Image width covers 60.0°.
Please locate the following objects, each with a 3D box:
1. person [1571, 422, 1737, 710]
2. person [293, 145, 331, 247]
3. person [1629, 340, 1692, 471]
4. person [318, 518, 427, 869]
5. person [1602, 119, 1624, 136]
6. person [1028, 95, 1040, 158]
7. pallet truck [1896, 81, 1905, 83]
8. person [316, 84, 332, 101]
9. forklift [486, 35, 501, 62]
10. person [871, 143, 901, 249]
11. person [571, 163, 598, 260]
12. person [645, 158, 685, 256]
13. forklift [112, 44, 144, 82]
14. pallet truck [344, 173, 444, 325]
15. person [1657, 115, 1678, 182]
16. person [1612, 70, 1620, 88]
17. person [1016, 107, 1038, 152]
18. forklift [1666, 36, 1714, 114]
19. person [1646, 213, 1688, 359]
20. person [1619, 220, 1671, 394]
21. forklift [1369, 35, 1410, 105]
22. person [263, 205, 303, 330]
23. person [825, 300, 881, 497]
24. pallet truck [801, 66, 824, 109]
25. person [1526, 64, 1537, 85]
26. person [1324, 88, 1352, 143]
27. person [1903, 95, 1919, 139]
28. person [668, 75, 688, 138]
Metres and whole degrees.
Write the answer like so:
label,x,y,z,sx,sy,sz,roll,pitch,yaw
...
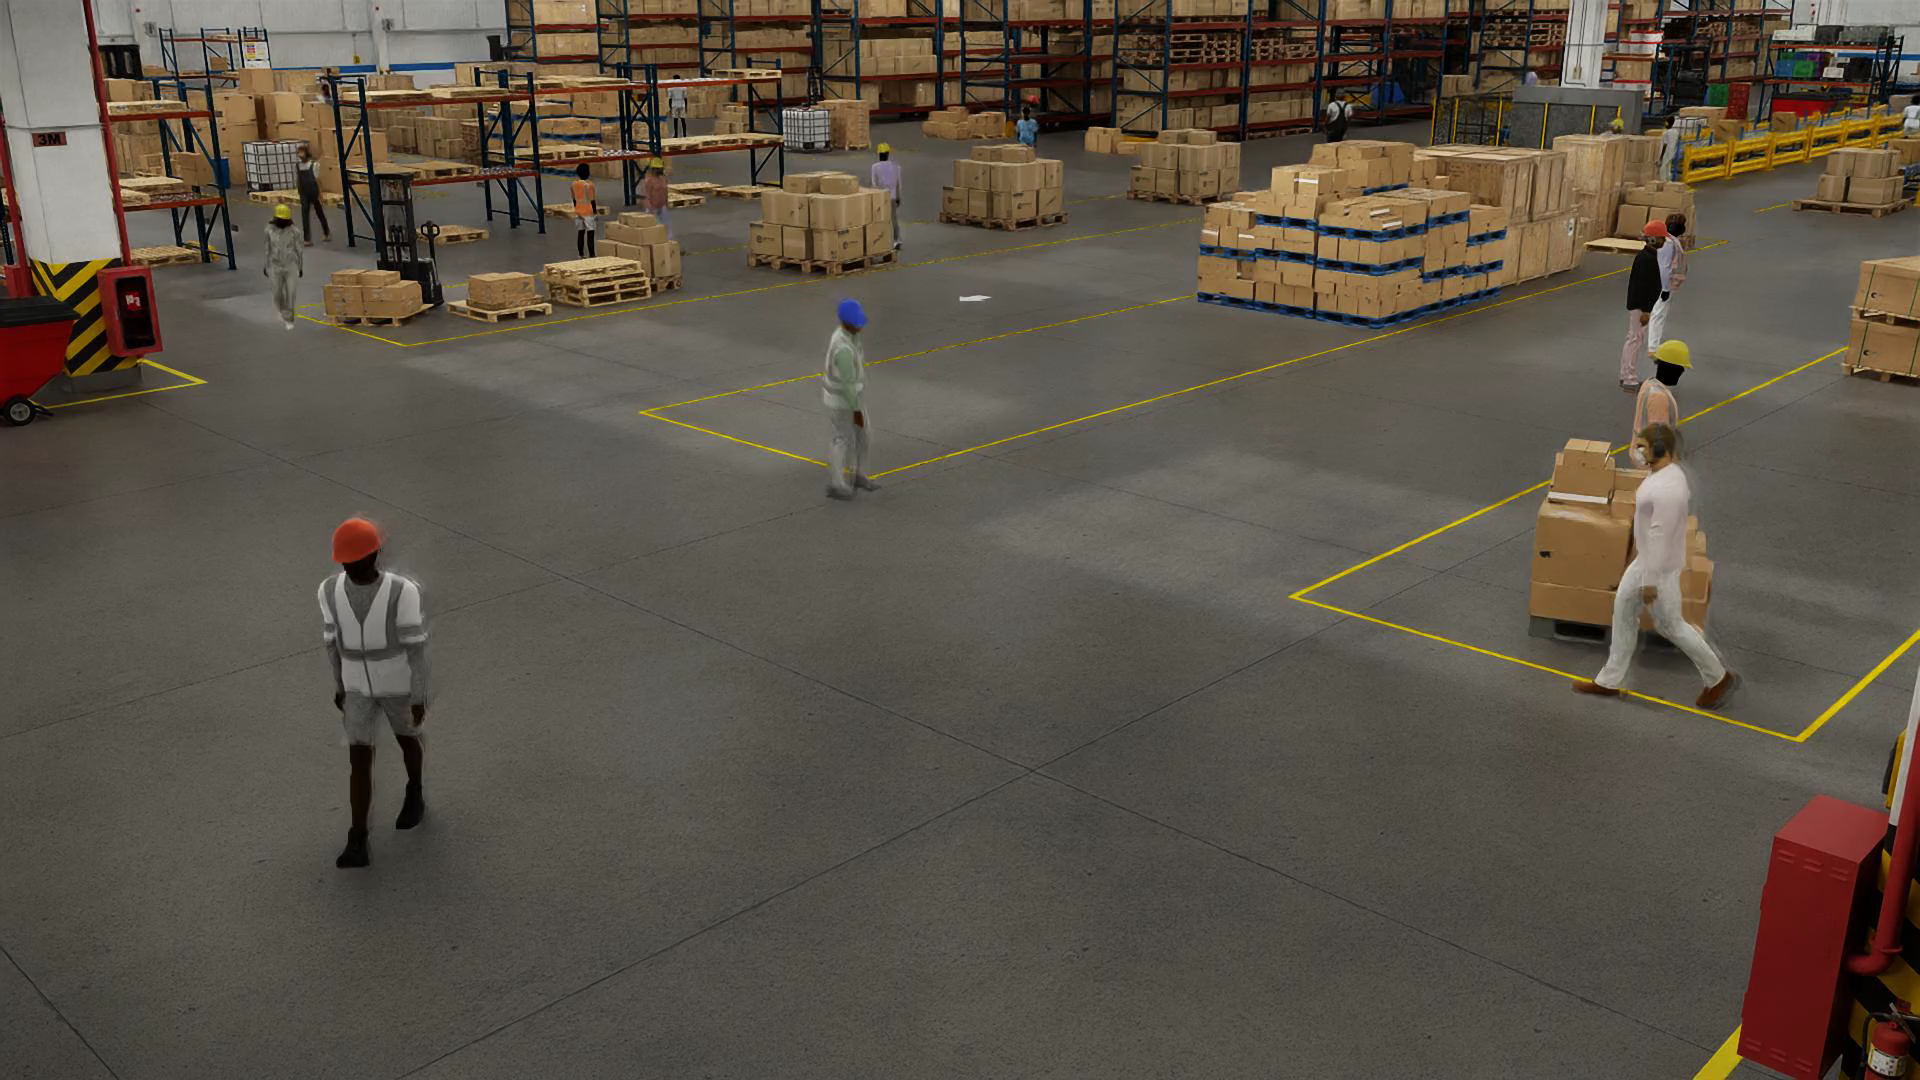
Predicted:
label,x,y,z,sx,sy,sz,roll,pitch,yaw
person,4.621,0.182,10.793,0.955,1.895,0.683,6,19,18
person,-11.926,-6.343,30.561,0.513,1.819,0.903,-1,18,-2
person,5.511,-0.639,13.204,0.371,1.923,0.586,5,19,14
person,-3.140,0.803,8.910,0.572,1.884,0.972,0,18,0
person,14.390,-8.426,36.881,0.616,1.786,0.422,-15,24,-38
person,1.892,-10.443,42.755,0.872,1.908,0.587,0,18,1
pallet truck,34.802,-16.331,61.455,0.653,1.274,1.630,17,25,41
person,-18.461,-12.352,48.548,0.595,1.885,0.948,-15,24,-38
forklift,-17.571,-17.681,63.052,1.873,2.768,1.129,-2,18,-6
person,-1.315,-6.219,30.075,0.598,1.893,0.947,-8,20,-24
person,-6.390,-5.568,28.405,0.531,1.697,0.320,12,22,33
person,-5.240,-5.784,29.020,0.894,1.718,0.545,15,24,39
forklift,-26.352,-14.342,52.992,1.873,2.768,1.129,4,19,11
pallet truck,-8.209,-4.181,23.757,0.823,1.965,1.885,3,19,9
person,15.587,-8.416,36.726,0.523,1.865,0.317,-13,23,-35
person,24.588,-16.800,62.391,0.762,1.604,0.501,-9,20,-25
person,1.693,-10.095,42.061,0.544,1.681,0.566,2,18,6
forklift,27.341,-17.291,61.877,1.129,2.768,1.873,17,25,41
person,8.975,-3.221,21.111,0.429,1.843,0.630,7,20,21
person,7.949,-2.713,19.337,0.383,1.996,0.609,6,19,18
forklift,16.701,-17.738,63.225,1.873,2.768,1.129,-1,18,-2
person,-9.341,-3.774,22.971,0.549,1.706,0.501,-6,19,-18
person,-0.991,-1.280,15.192,0.559,1.892,0.685,3,19,8
pallet truck,-4.812,-15.182,56.903,0.823,1.965,1.885,-9,21,-26
person,20.636,-16.287,60.396,0.890,1.908,0.642,-3,19,-8
person,10.049,-10.979,44.172,0.698,2.000,0.754,-6,19,-18
person,26.695,-11.613,46.625,0.372,1.681,0.546,-15,24,-39
person,-8.826,-13.564,52.076,0.607,1.966,0.367,-7,20,-20
